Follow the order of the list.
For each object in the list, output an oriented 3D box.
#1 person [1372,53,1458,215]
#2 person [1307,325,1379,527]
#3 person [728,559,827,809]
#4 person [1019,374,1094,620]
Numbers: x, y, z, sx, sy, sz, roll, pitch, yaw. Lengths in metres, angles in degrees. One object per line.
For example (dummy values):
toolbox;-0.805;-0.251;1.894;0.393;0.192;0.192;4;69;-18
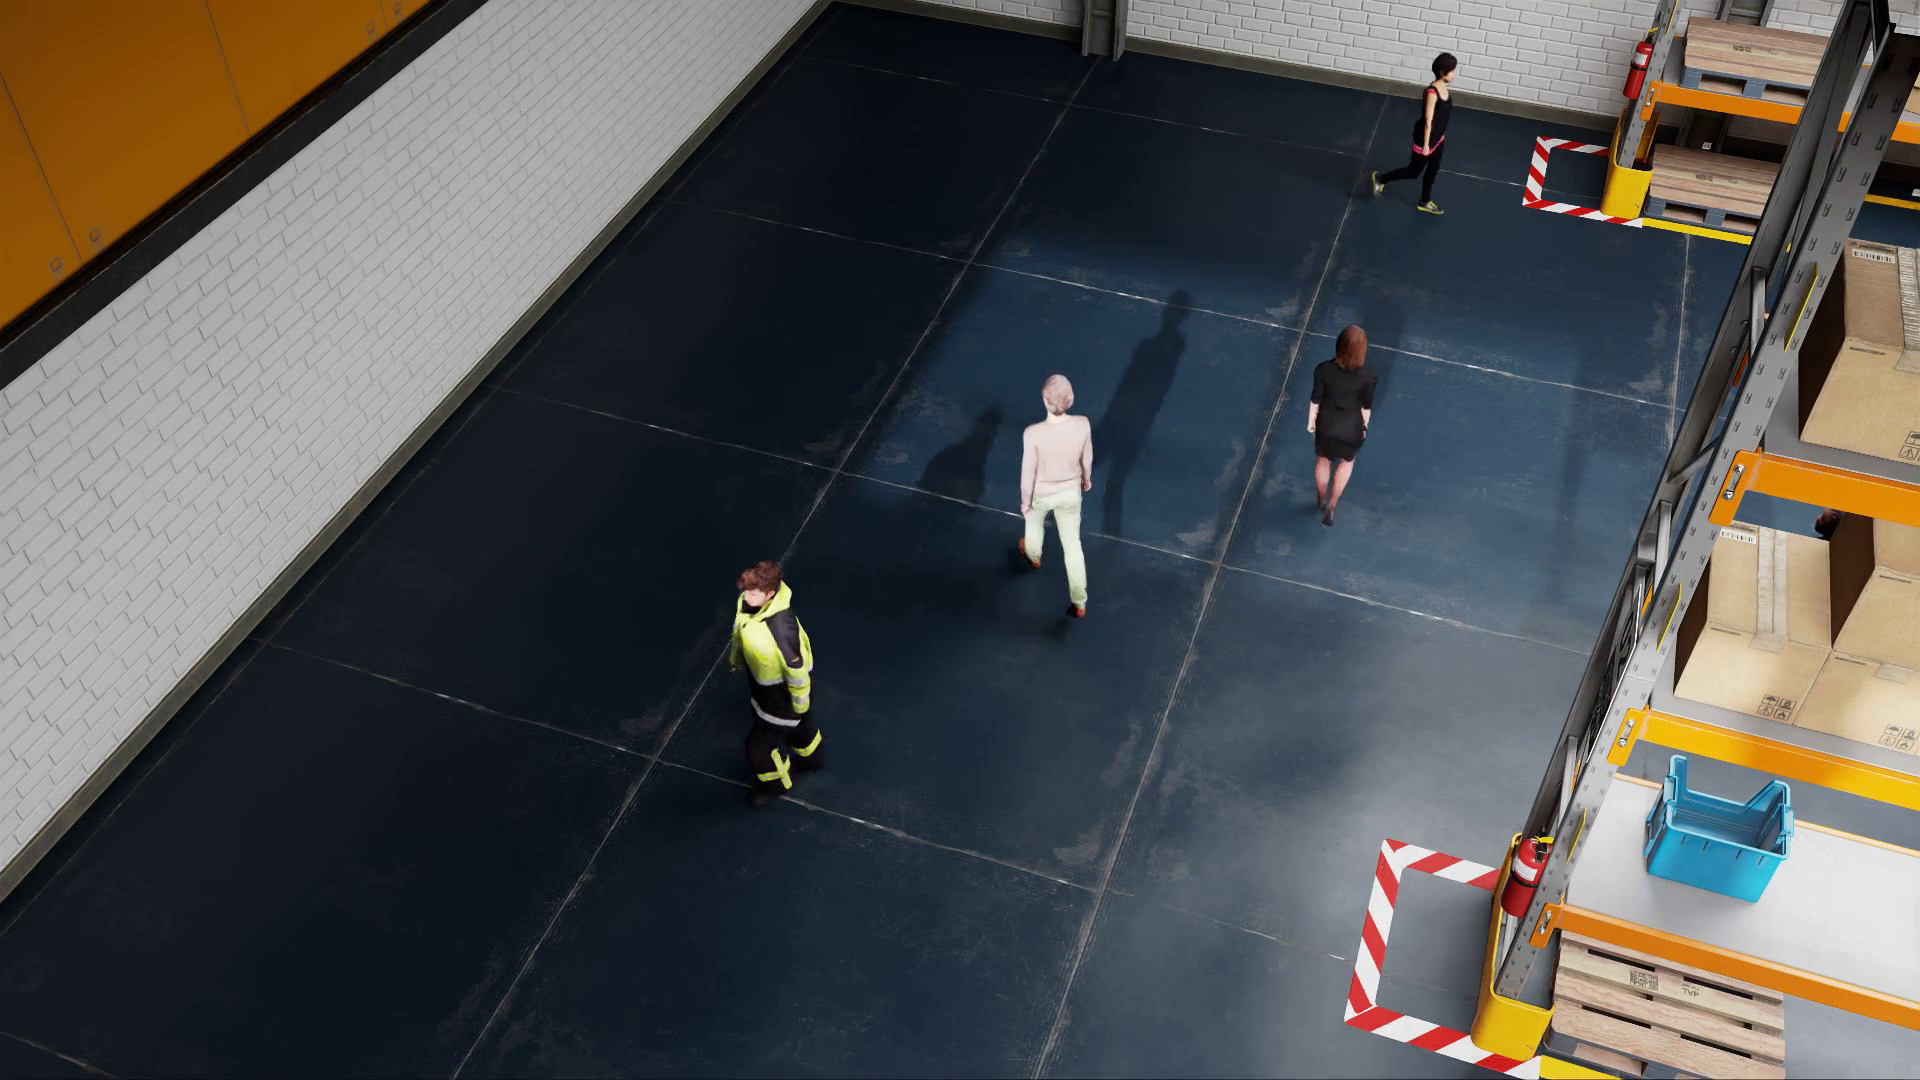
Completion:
person;4.133;-3.639;14.918;0.955;1.536;0.676;24;48;23
person;2.675;-0.747;11.767;0.700;1.695;0.685;11;45;11
person;-0.993;0.791;9.964;1.032;1.956;0.974;-15;46;-16
person;0.664;-0.257;11.141;1.273;1.850;1.217;-10;45;-11
